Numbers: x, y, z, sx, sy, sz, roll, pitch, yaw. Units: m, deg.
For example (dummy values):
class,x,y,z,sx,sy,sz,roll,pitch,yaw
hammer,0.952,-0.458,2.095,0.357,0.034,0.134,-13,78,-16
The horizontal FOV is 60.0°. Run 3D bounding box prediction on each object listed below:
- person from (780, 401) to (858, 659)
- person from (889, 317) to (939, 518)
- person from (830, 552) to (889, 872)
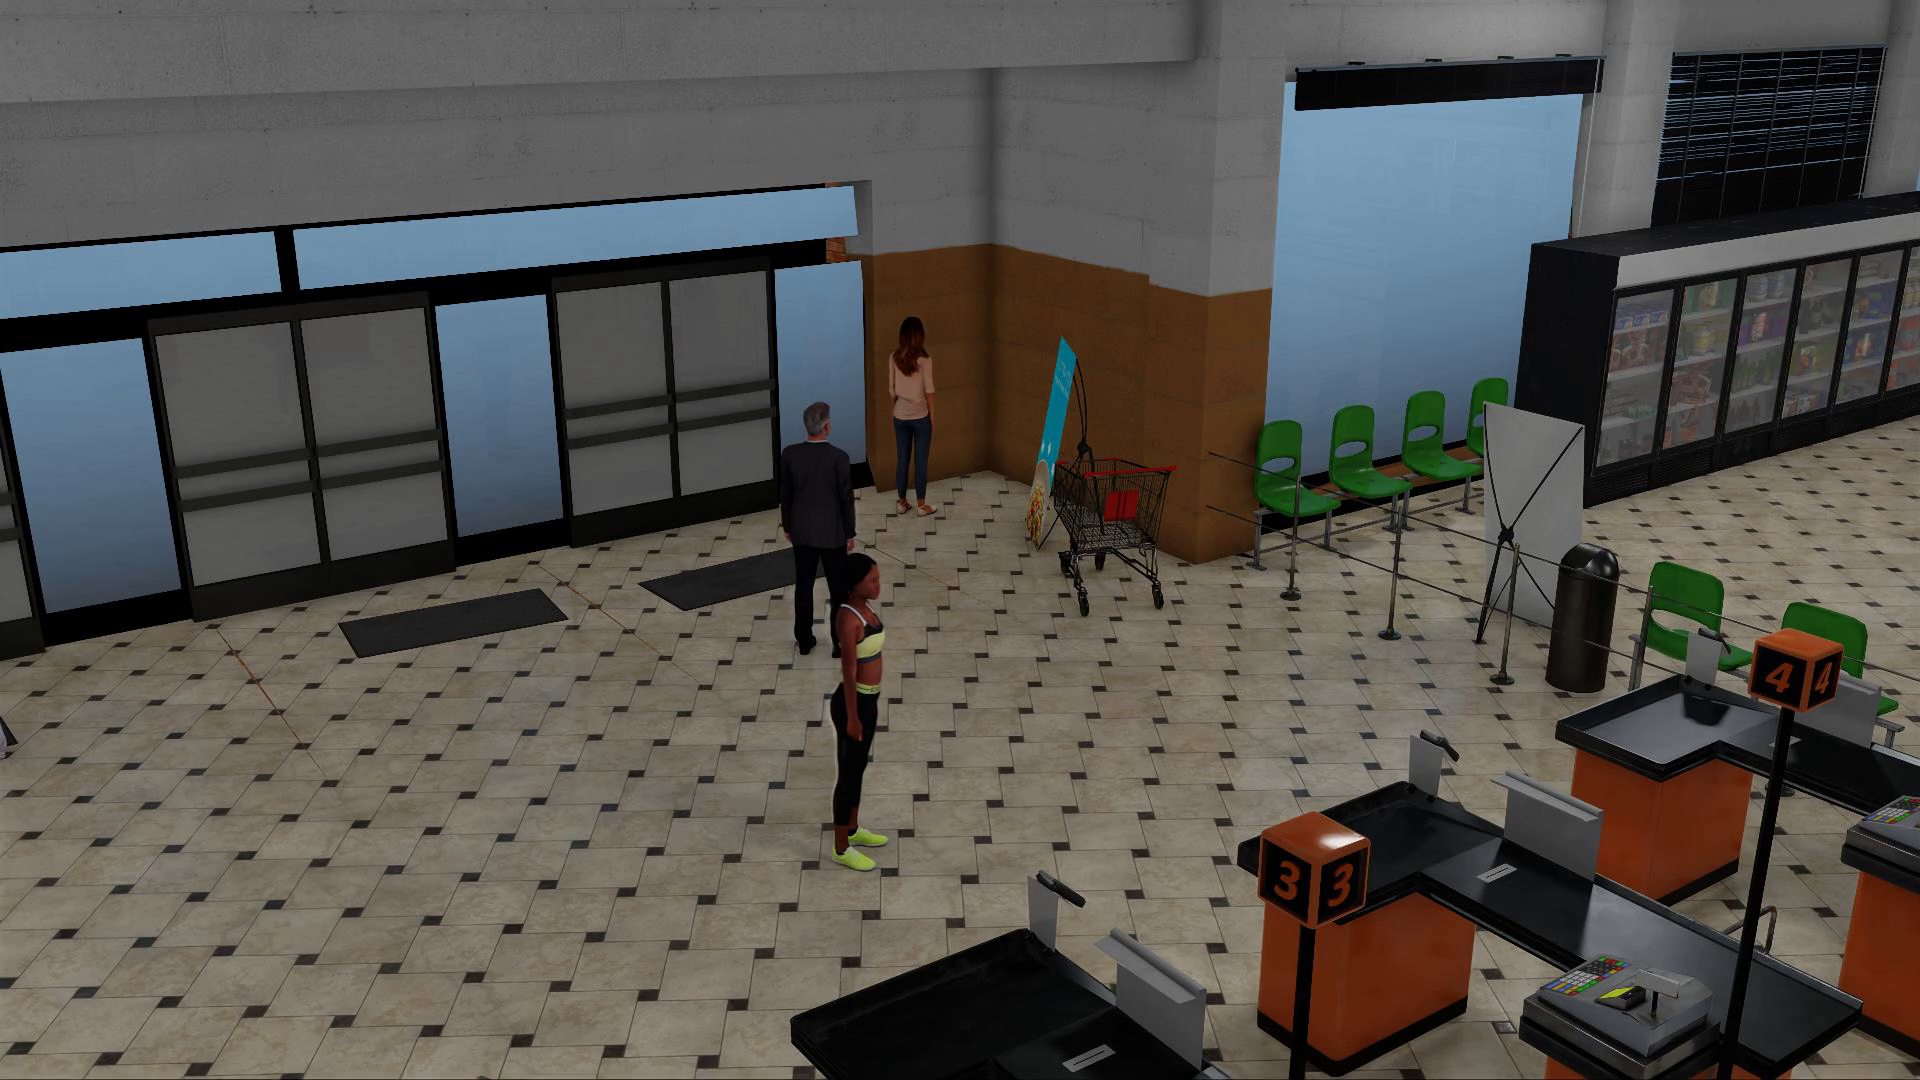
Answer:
class,x,y,z,sx,sy,sz,roll,pitch,yaw
person,-0.983,-0.077,11.690,0.763,1.840,0.863,6,19,17
person,-0.427,-1.099,14.796,0.616,1.792,0.726,9,20,24
person,-0.566,0.898,8.934,0.694,1.753,0.639,4,19,11
